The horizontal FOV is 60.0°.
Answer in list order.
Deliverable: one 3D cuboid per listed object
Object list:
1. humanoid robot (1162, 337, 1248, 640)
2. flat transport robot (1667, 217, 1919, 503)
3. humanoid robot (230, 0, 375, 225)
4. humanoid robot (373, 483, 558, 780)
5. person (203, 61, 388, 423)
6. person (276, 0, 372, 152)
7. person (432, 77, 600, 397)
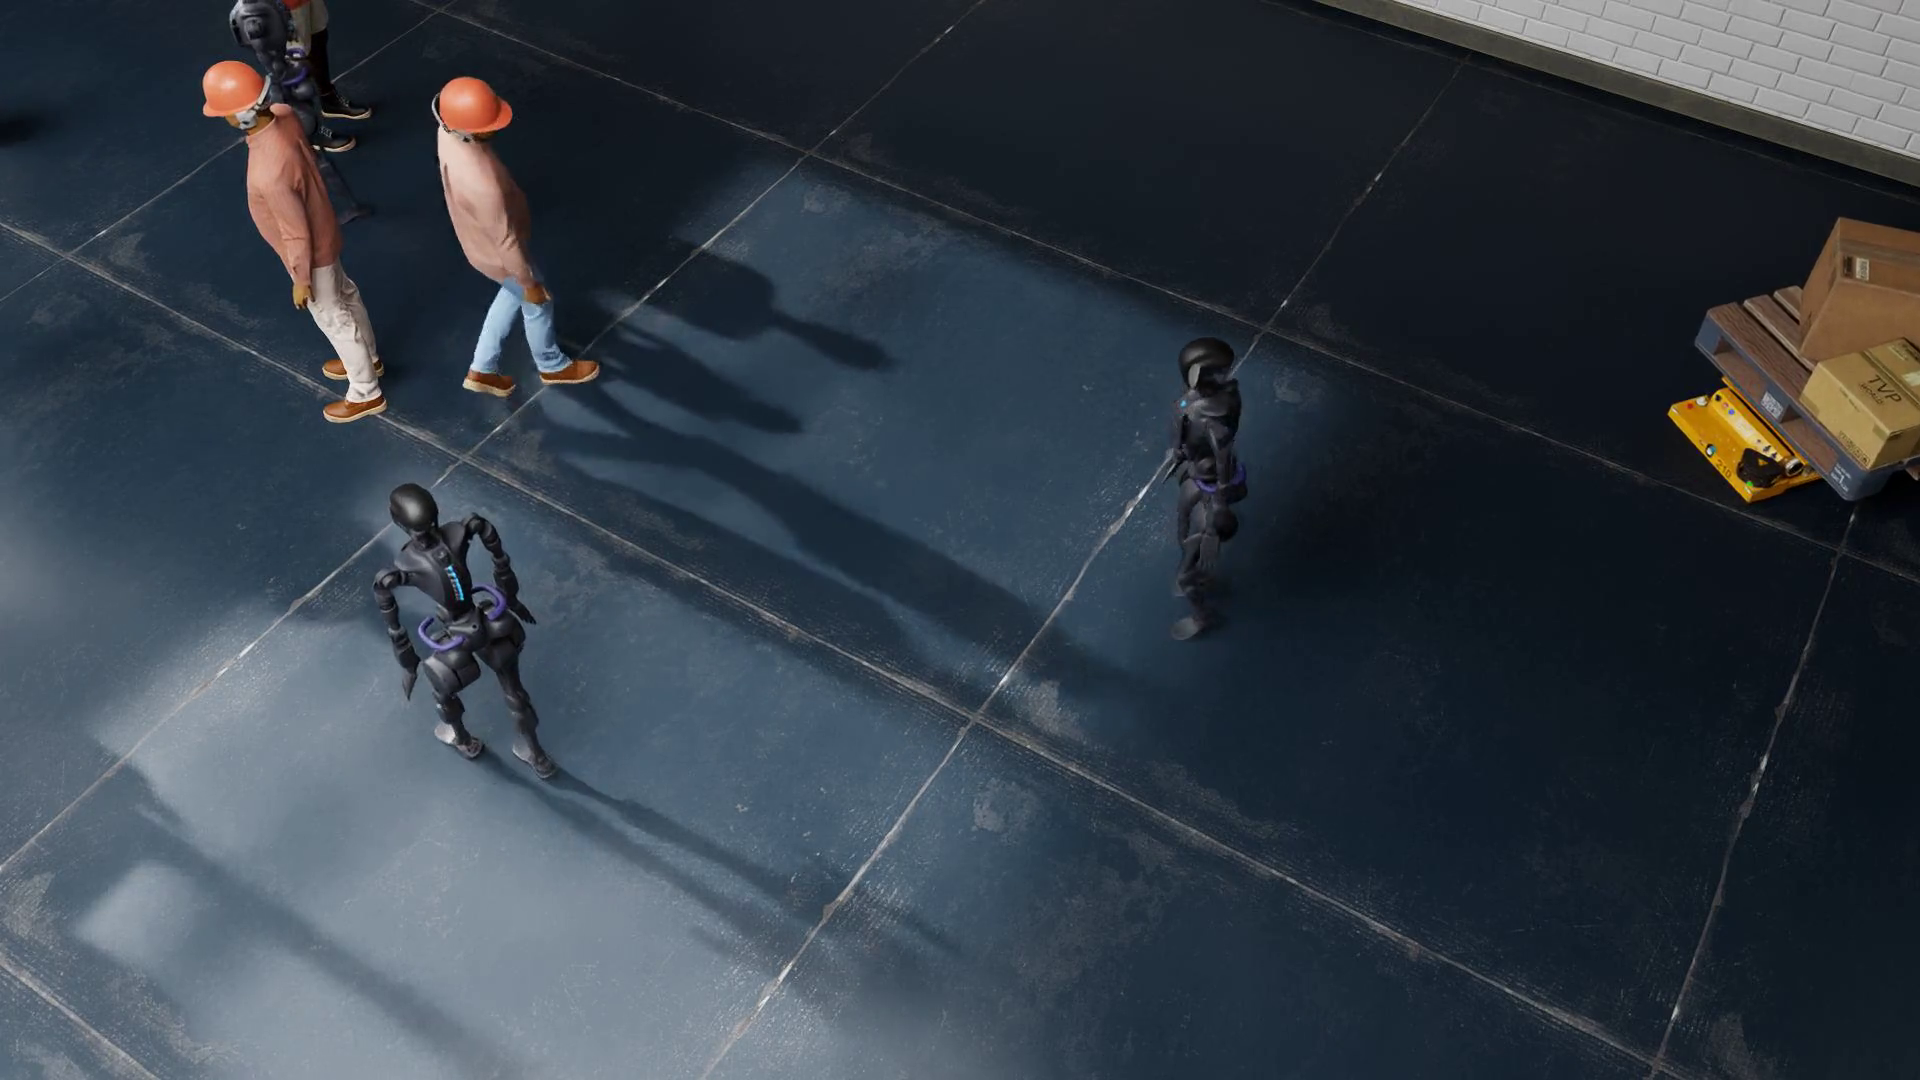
[{"bbox_3d":[1.058,-0.212,7.074,0.401,1.643,0.609,-9,49,-8],"label":"humanoid robot"},{"bbox_3d":[4.383,-0.642,8.376,1.431,0.231,0.659,-15,51,-13],"label":"flat transport robot"},{"bbox_3d":[-3.669,-2.394,8.981,0.571,1.642,0.588,-14,50,-12],"label":"humanoid robot"},{"bbox_3d":[-1.974,0.357,6.569,0.561,1.643,0.589,35,57,27],"label":"humanoid robot"},{"bbox_3d":[-3.125,-1.401,7.902,0.390,1.985,0.610,-9,49,-8],"label":"person"},{"bbox_3d":[-3.788,-3.134,9.440,0.379,1.957,0.597,4,49,3],"label":"person"},{"bbox_3d":[-2.203,-1.396,7.926,0.661,1.953,0.665,-24,53,-20],"label":"person"}]
